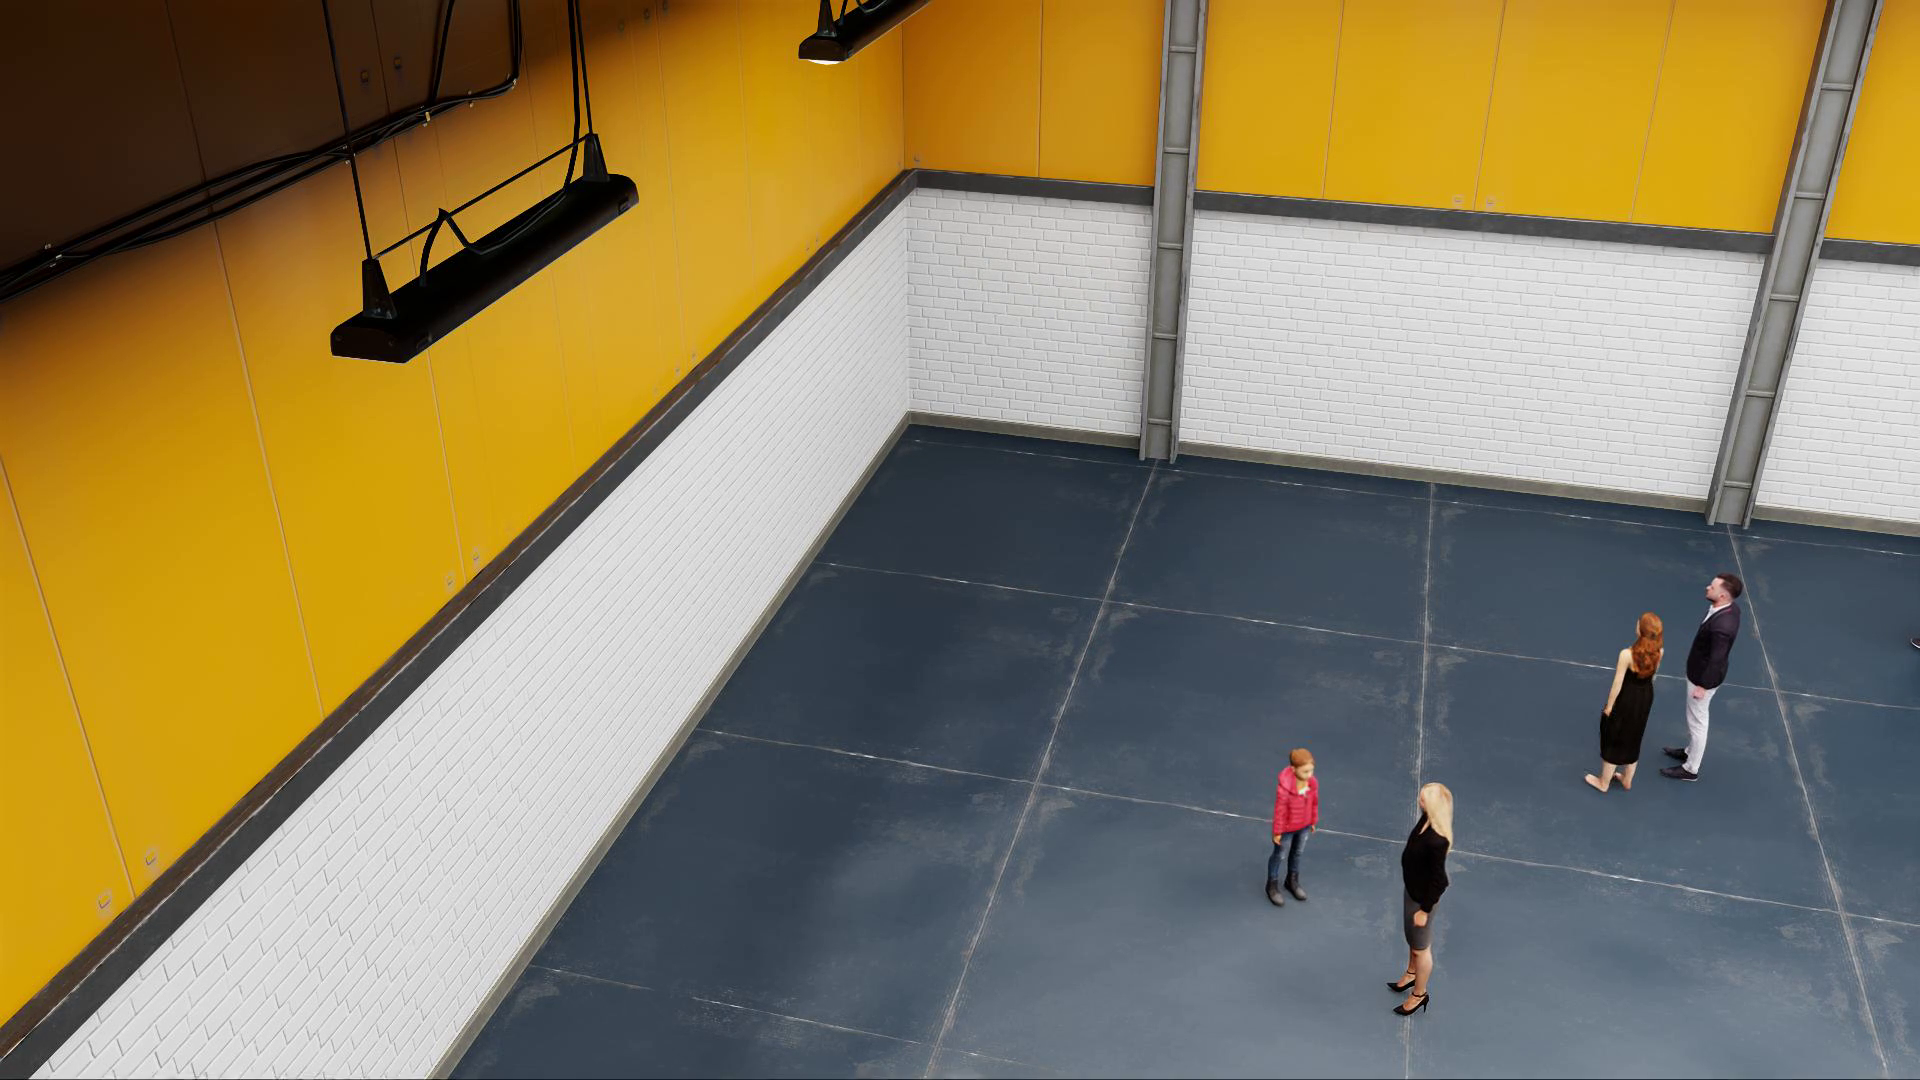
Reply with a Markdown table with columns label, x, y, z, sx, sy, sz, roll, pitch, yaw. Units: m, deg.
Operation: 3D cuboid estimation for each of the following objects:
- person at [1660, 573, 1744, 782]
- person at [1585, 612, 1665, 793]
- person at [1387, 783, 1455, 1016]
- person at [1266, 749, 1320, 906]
| label | x | y | z | sx | sy | sz | roll | pitch | yaw |
| --- | --- | --- | --- | --- | --- | --- | --- | --- | --- |
| person | 5.923 | 1.076 | 13.166 | 0.648 | 1.844 | 0.709 | 15 | 32 | 26 |
| person | 5.271 | 1.280 | 13.019 | 0.661 | 1.626 | 0.739 | -9 | 30 | -16 |
| person | 3.021 | 2.338 | 10.856 | 0.594 | 1.841 | 0.652 | 2 | 29 | 4 |
| person | 2.387 | 2.034 | 11.962 | 0.574 | 1.315 | 0.649 | -12 | 31 | -20 |
